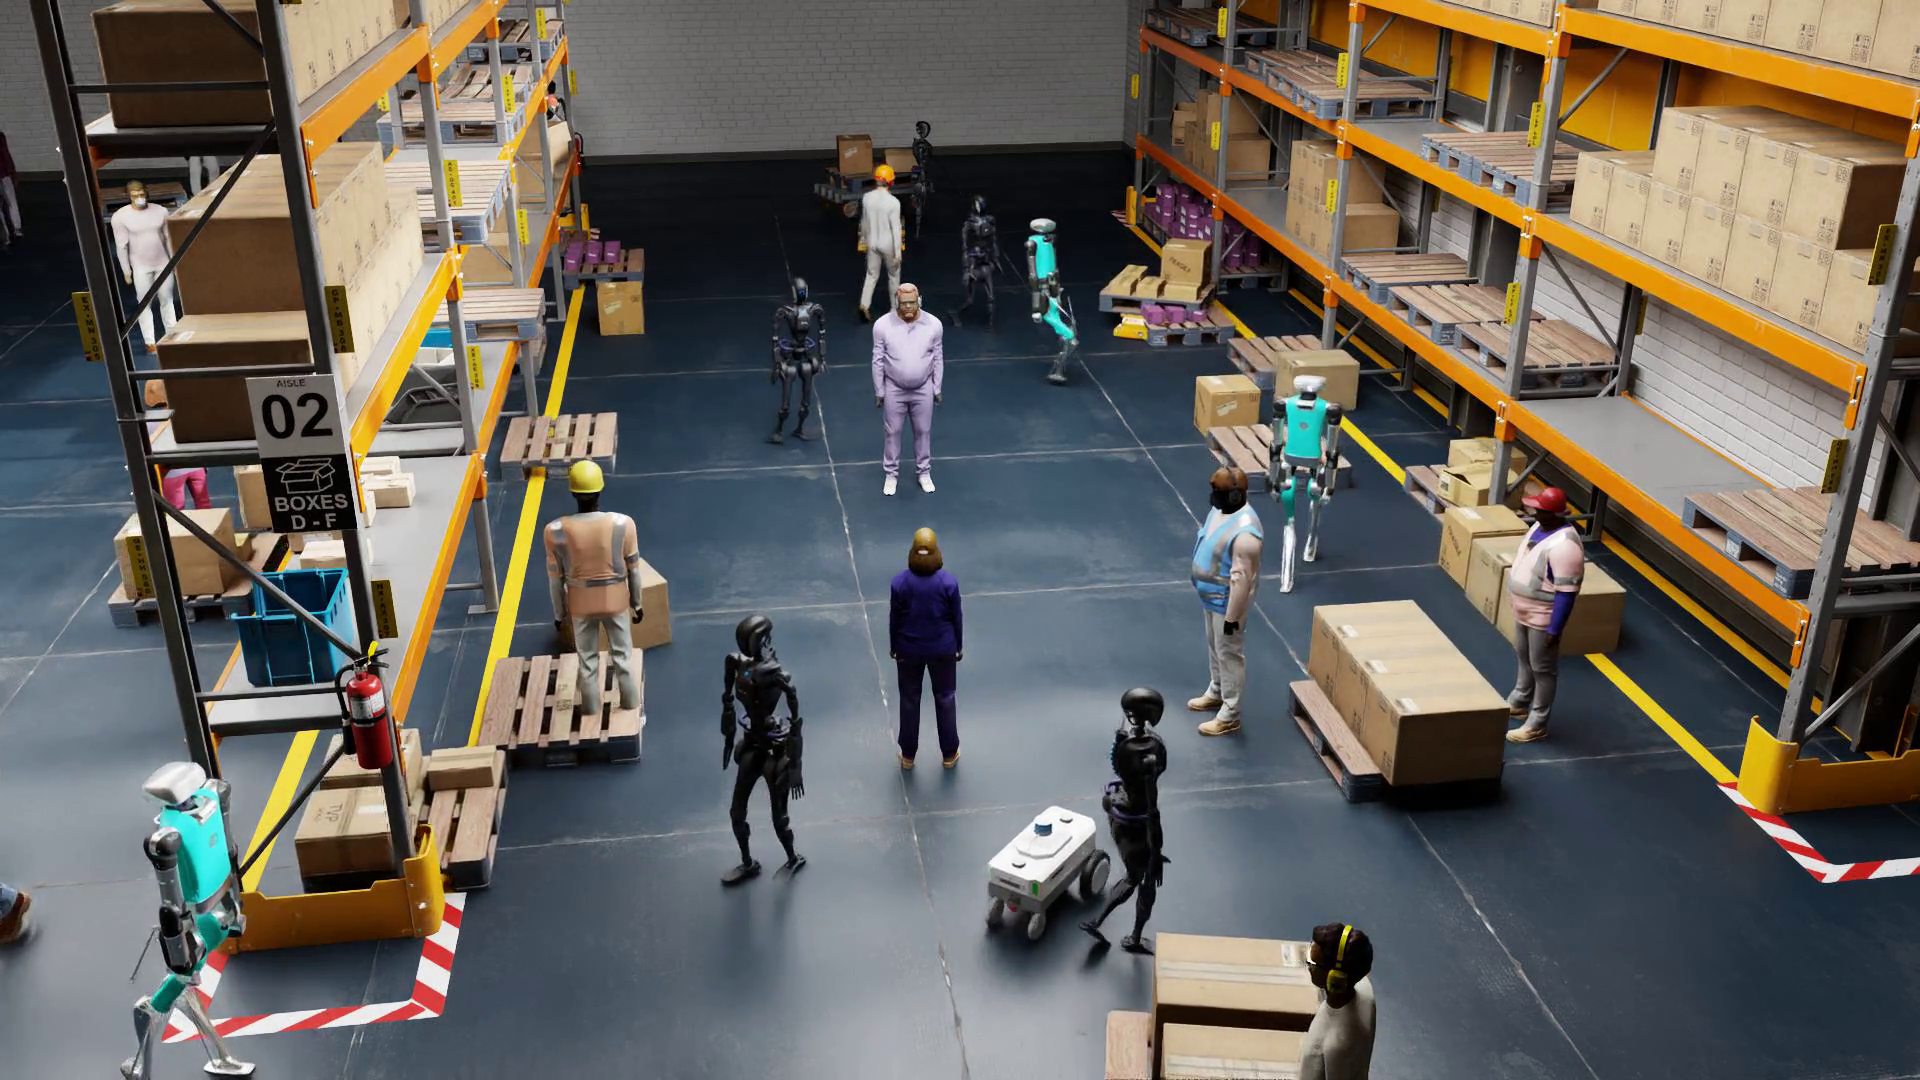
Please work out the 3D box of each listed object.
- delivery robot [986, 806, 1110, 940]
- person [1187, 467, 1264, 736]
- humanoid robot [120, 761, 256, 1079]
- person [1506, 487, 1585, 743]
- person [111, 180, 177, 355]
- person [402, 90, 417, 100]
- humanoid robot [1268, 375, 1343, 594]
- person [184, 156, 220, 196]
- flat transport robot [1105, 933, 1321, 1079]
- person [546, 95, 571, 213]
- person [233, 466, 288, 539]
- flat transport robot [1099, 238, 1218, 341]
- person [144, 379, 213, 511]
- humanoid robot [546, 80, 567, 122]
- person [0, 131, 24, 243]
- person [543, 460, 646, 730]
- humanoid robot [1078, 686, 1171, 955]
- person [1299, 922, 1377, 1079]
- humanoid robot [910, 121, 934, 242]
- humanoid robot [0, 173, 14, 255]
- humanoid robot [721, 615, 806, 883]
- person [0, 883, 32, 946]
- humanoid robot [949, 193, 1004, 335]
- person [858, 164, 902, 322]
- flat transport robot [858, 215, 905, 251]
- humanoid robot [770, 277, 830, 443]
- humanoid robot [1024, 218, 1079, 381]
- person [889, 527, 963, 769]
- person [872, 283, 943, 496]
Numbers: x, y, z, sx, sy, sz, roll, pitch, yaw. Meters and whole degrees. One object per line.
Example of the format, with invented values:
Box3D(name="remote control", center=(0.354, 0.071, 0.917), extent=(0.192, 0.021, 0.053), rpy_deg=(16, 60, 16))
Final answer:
Box3D(name="delivery robot", center=(0.469, 1.804, 9.236), extent=(0.499, 0.614, 0.818), rpy_deg=(15, 28, 30))
Box3D(name="person", center=(1.719, 0.380, 10.869), extent=(0.429, 1.836, 0.626), rpy_deg=(-3, 24, -6))
Box3D(name="humanoid robot", center=(-3.742, 1.842, 7.757), extent=(0.836, 1.858, 0.547), rpy_deg=(4, 24, 8))
Box3D(name="person", center=(3.732, 0.475, 10.752), extent=(0.418, 1.750, 0.604), rpy_deg=(-1, 24, -3))
Box3D(name="person", center=(-9.026, -3.047, 18.545), extent=(0.351, 1.937, 0.634), rpy_deg=(21, 31, 40))
Box3D(name="person", center=(-8.797, -6.385, 26.572), extent=(0.822, 1.587, 0.477), rpy_deg=(-3, 24, -8))
Box3D(name="humanoid robot", center=(2.733, -0.528, 13.111), extent=(0.530, 1.780, 1.015), rpy_deg=(8, 25, 18))
Box3D(name="person", center=(-11.637, -5.992, 25.396), extent=(0.430, 1.824, 0.641), rpy_deg=(12, 27, 26))
Box3D(name="flat transport robot", center=(1.136, 2.768, 7.371), extent=(1.431, 0.231, 0.659), rpy_deg=(2, 24, 5))
Box3D(name="person", center=(-6.126, -5.833, 25.119), extent=(0.329, 1.751, 0.562), rpy_deg=(-17, 29, -34))
Box3D(name="person", center=(-5.813, -0.795, 13.652), extent=(0.561, 1.743, 0.341), rpy_deg=(-9, 25, -20))
Box3D(name="flat transport robot", center=(2.326, -2.656, 19.730), extent=(0.659, 0.231, 1.431), rpy_deg=(8, 25, 19))
Box3D(name="person", center=(-6.181, -0.523, 13.181), extent=(0.277, 1.628, 0.502), rpy_deg=(17, 29, 34))
Box3D(name="humanoid robot", center=(-6.623, -6.612, 26.998), extent=(0.616, 1.632, 0.581), rpy_deg=(5, 24, 12))
Box3D(name="person", center=(-13.558, -5.155, 23.365), extent=(0.545, 1.922, 0.624), rpy_deg=(-13, 27, -27))
Box3D(name="person", center=(-2.329, 0.405, 10.693), extent=(0.585, 1.928, 0.375), rpy_deg=(-4, 24, -10))
Box3D(name="humanoid robot", center=(0.872, 1.460, 8.619), extent=(0.490, 1.632, 0.602), rpy_deg=(-4, 24, -8))
Box3D(name="person", center=(1.410, 2.280, 6.495), extent=(0.329, 1.871, 0.505), rpy_deg=(8, 25, 17))
Box3D(name="humanoid robot", center=(-0.535, -5.075, 23.475), extent=(0.315, 1.653, 0.599), rpy_deg=(2, 24, 4))
Box3D(name="humanoid robot", center=(-13.251, -4.666, 22.575), extent=(0.601, 1.634, 0.638), rpy_deg=(-21, 31, -39))
Box3D(name="humanoid robot", center=(-1.106, 1.186, 9.236), extent=(0.608, 1.653, 0.486), rpy_deg=(16, 28, 32))
Box3D(name="person", center=(-5.457, 1.310, 8.625), extent=(0.659, 1.961, 0.787), rpy_deg=(15, 28, 30))
Box3D(name="humanoid robot", center=(0.195, -3.218, 19.291), extent=(0.590, 1.634, 0.677), rpy_deg=(-22, 32, -40))
Box3D(name="person", center=(-0.942, -3.501, 19.675), extent=(0.571, 1.866, 0.824), rpy_deg=(9, 25, 20))
Box3D(name="flat transport robot", center=(-1.111, -4.354, 23.598), extent=(0.659, 0.231, 1.431), rpy_deg=(-1, 24, -2))
Box3D(name="humanoid robot", center=(-1.546, -1.715, 15.850), extent=(0.589, 1.640, 0.403), rpy_deg=(-13, 27, -27))
Box3D(name="humanoid robot", center=(1.065, -2.428, 17.431), extent=(0.799, 1.811, 0.541), rpy_deg=(14, 28, 30))
Box3D(name="person", center=(-0.213, 0.675, 10.450), extent=(0.466, 1.621, 0.354), rpy_deg=(0, 24, 0))
Box3D(name="person", center=(-0.452, -1.327, 14.666), extent=(0.640, 1.908, 0.413), rpy_deg=(-4, 24, -9))
